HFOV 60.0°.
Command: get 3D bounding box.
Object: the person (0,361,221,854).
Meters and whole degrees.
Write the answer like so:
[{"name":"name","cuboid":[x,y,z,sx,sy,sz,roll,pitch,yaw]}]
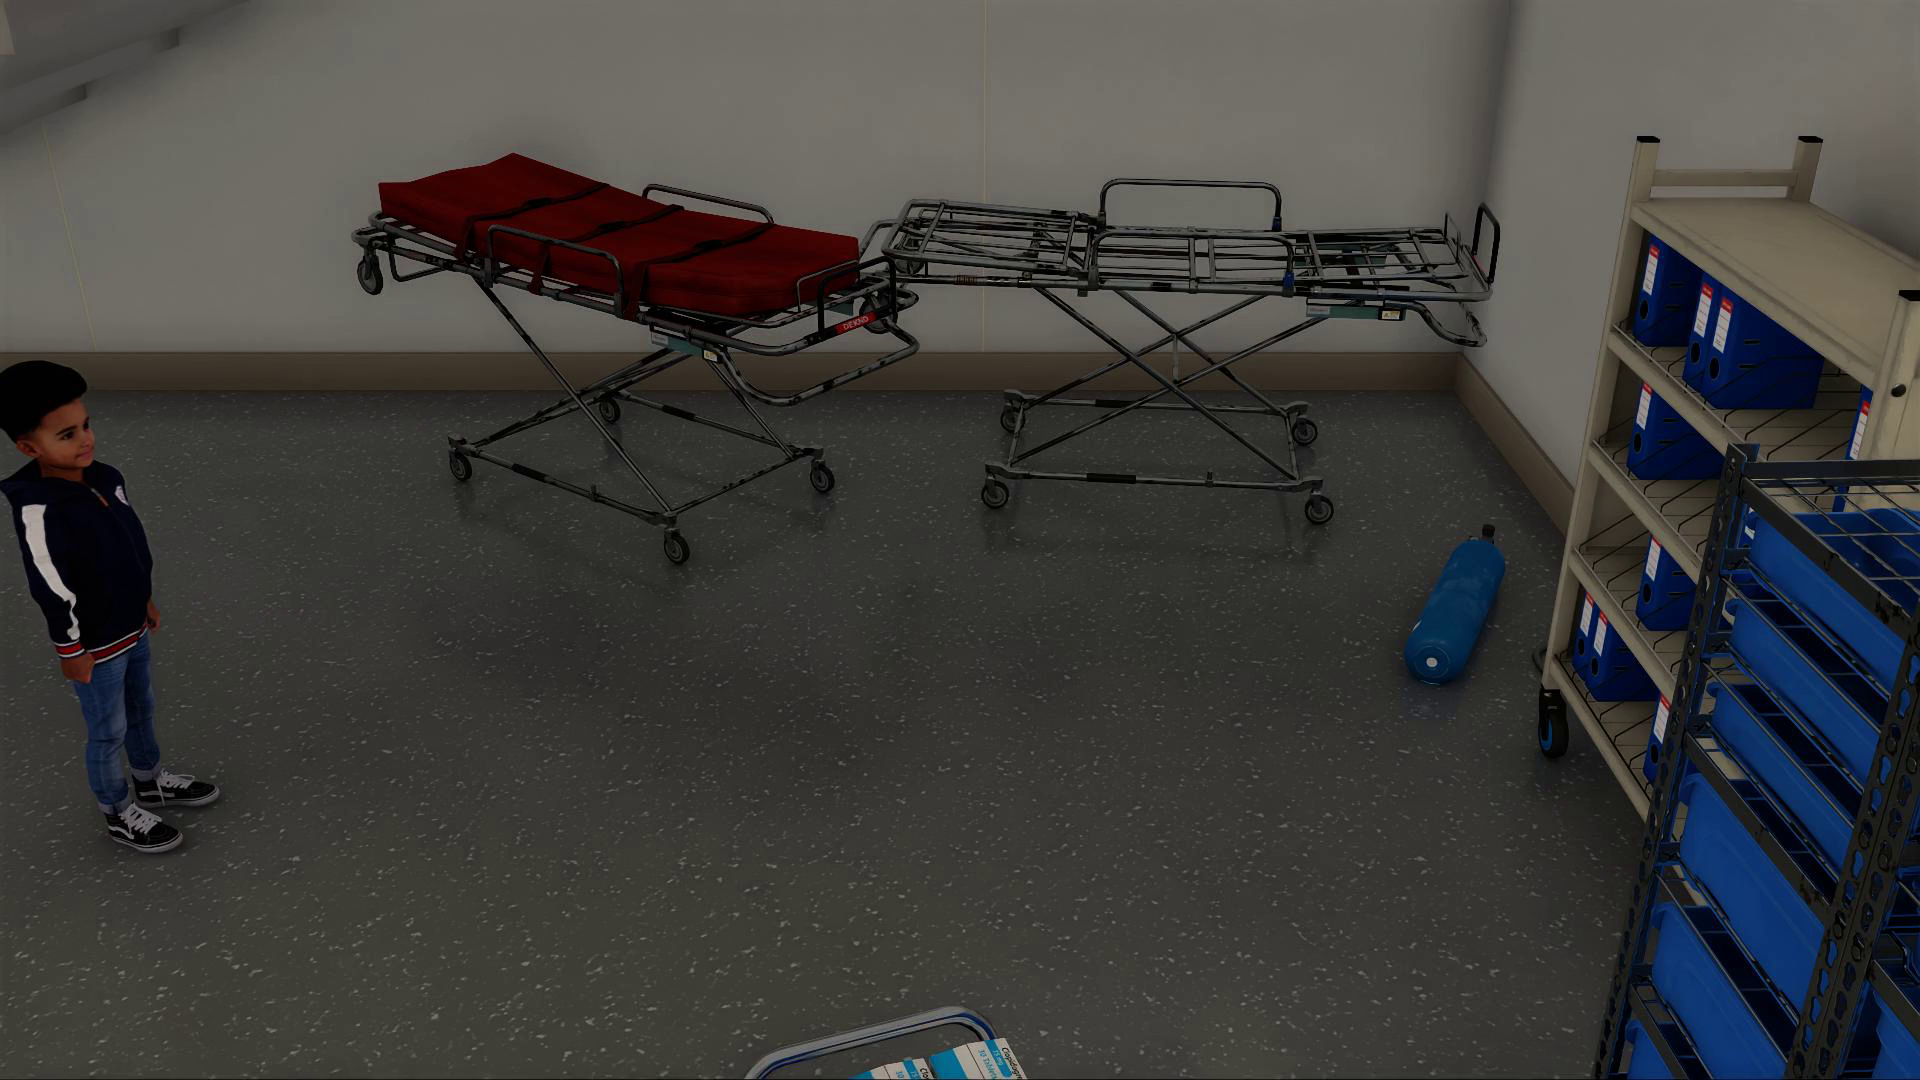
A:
[{"name":"person","cuboid":[-2.041,0.157,3.939,0.510,1.222,0.529,2,26,5]}]
